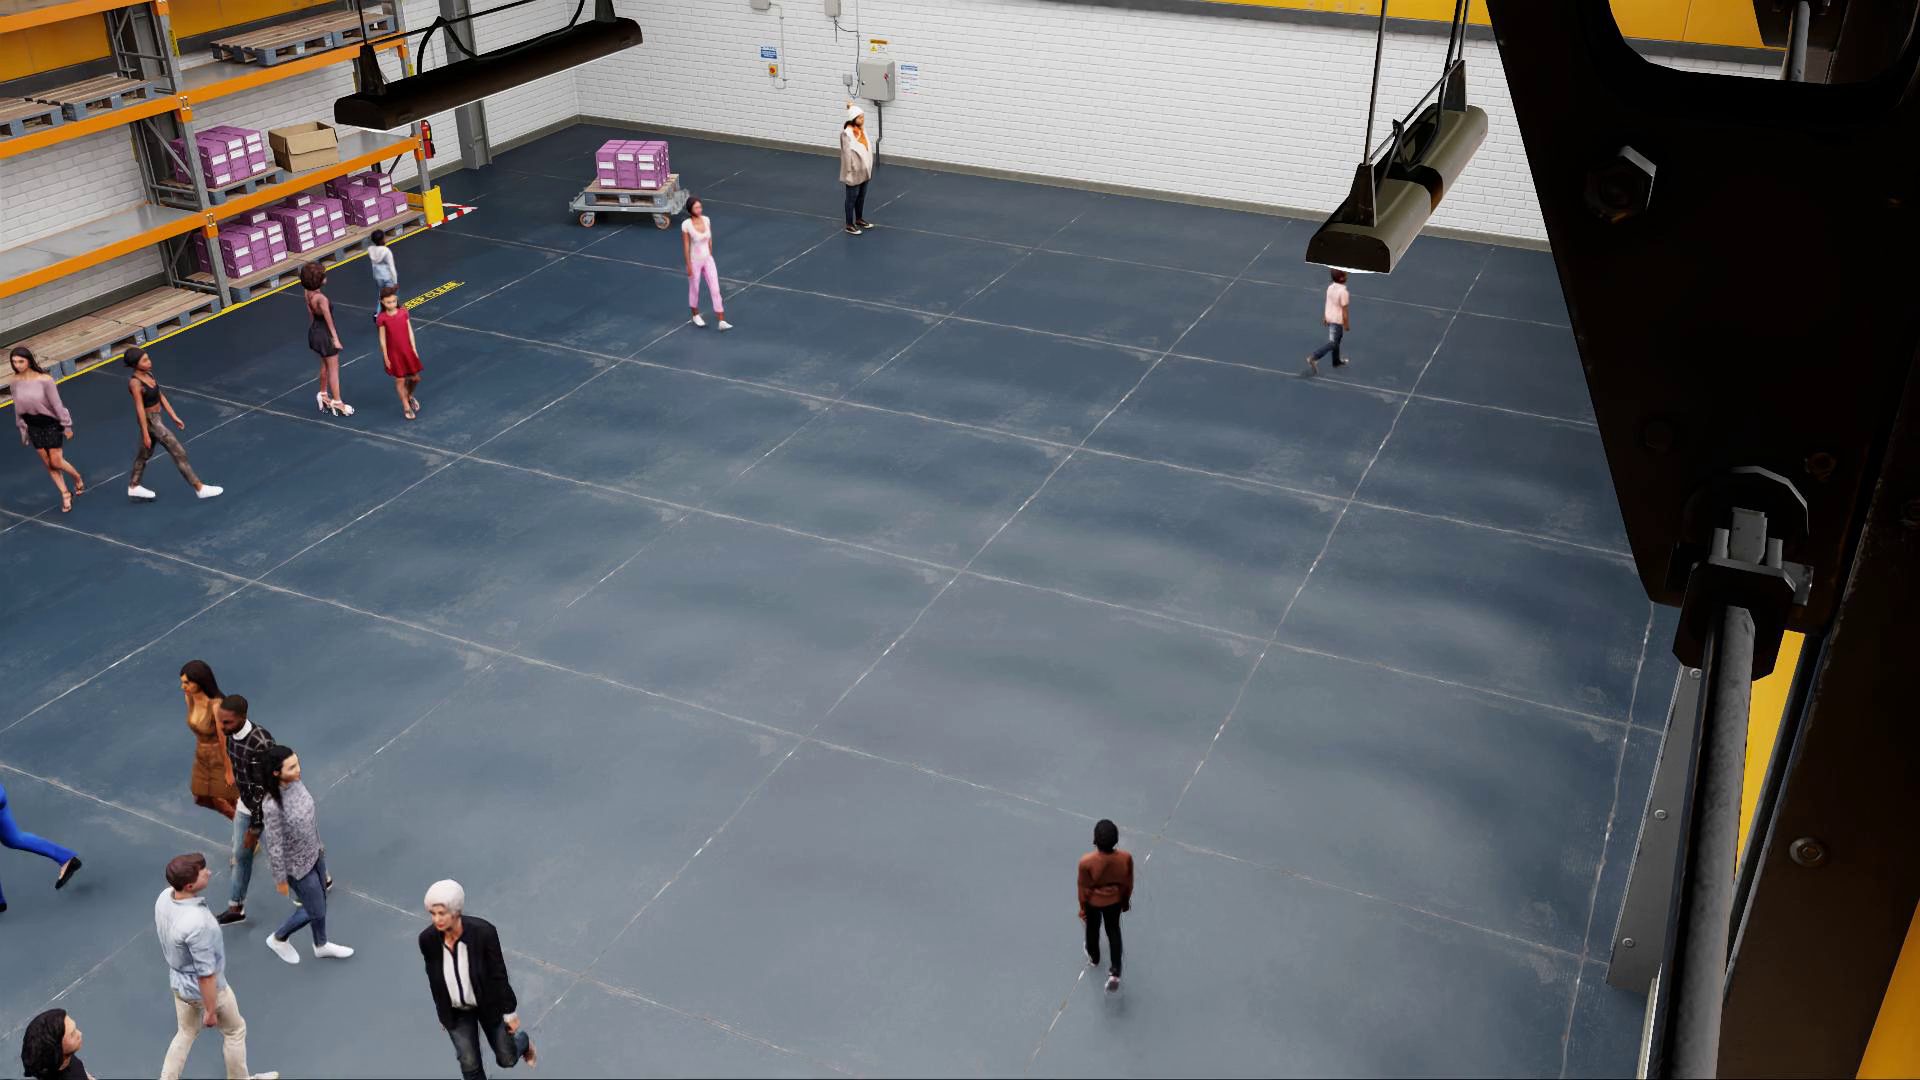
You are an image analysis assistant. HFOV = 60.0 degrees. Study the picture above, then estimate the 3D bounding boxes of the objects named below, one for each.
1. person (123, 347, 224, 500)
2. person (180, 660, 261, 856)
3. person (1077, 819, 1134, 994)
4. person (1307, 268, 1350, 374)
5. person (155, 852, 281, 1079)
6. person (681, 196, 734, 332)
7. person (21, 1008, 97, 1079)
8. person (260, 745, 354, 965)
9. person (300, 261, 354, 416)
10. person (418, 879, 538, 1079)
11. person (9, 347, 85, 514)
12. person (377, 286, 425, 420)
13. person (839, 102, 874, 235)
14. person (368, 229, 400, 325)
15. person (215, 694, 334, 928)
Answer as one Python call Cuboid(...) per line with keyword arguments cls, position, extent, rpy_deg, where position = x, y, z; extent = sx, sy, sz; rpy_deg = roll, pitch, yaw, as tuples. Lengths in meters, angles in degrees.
Cuboid(cls="person", position=(-8.172, -1.125, 16.668), extent=(1.081, 1.649, 1.156), rpy_deg=(-4, 29, -8))
Cuboid(cls="person", position=(-5.160, 1.531, 11.767), extent=(0.563, 1.679, 0.598), rpy_deg=(13, 31, 23))
Cuboid(cls="person", position=(0.937, 2.355, 10.715), extent=(0.785, 1.240, 0.905), rpy_deg=(-5, 29, -9))
Cuboid(cls="person", position=(4.414, -2.606, 19.755), extent=(0.902, 1.293, 0.849), rpy_deg=(-10, 30, -18))
Cuboid(cls="person", position=(-4.480, 2.609, 9.646), extent=(0.821, 1.819, 1.001), rpy_deg=(21, 35, 33))
Cuboid(cls="person", position=(-3.322, -3.490, 20.939), extent=(1.047, 1.712, 0.967), rpy_deg=(-20, 35, -33))
Cuboid(cls="person", position=(-4.661, 3.185, 8.610), extent=(1.184, 1.800, 1.054), rpy_deg=(-14, 32, -24))
Cuboid(cls="person", position=(-4.360, 2.056, 10.761), extent=(0.836, 1.721, 0.791), rpy_deg=(0, 29, 0))
Cuboid(cls="person", position=(-7.116, -2.250, 18.582), extent=(0.657, 1.791, 0.669), rpy_deg=(24, 37, 37))
Cuboid(cls="person", position=(-2.639, 2.587, 9.326), extent=(0.928, 1.766, 1.003), rpy_deg=(2, 29, 3))
Cuboid(cls="person", position=(-9.030, -1.118, 16.501), extent=(0.767, 1.798, 0.828), rpy_deg=(1, 29, 2))
Cuboid(cls="person", position=(-6.295, -2.119, 18.604), extent=(0.726, 1.539, 0.760), rpy_deg=(-21, 35, -33))
Cuboid(cls="person", position=(-1.535, -5.468, 24.377), extent=(0.742, 1.890, 0.592), rpy_deg=(14, 32, 24))
Cuboid(cls="person", position=(-7.331, -3.311, 21.096), extent=(0.552, 1.247, 0.760), rpy_deg=(8, 30, 14))
Cuboid(cls="person", position=(-4.589, 1.759, 11.247), extent=(0.782, 1.777, 1.150), rpy_deg=(19, 34, 31))
